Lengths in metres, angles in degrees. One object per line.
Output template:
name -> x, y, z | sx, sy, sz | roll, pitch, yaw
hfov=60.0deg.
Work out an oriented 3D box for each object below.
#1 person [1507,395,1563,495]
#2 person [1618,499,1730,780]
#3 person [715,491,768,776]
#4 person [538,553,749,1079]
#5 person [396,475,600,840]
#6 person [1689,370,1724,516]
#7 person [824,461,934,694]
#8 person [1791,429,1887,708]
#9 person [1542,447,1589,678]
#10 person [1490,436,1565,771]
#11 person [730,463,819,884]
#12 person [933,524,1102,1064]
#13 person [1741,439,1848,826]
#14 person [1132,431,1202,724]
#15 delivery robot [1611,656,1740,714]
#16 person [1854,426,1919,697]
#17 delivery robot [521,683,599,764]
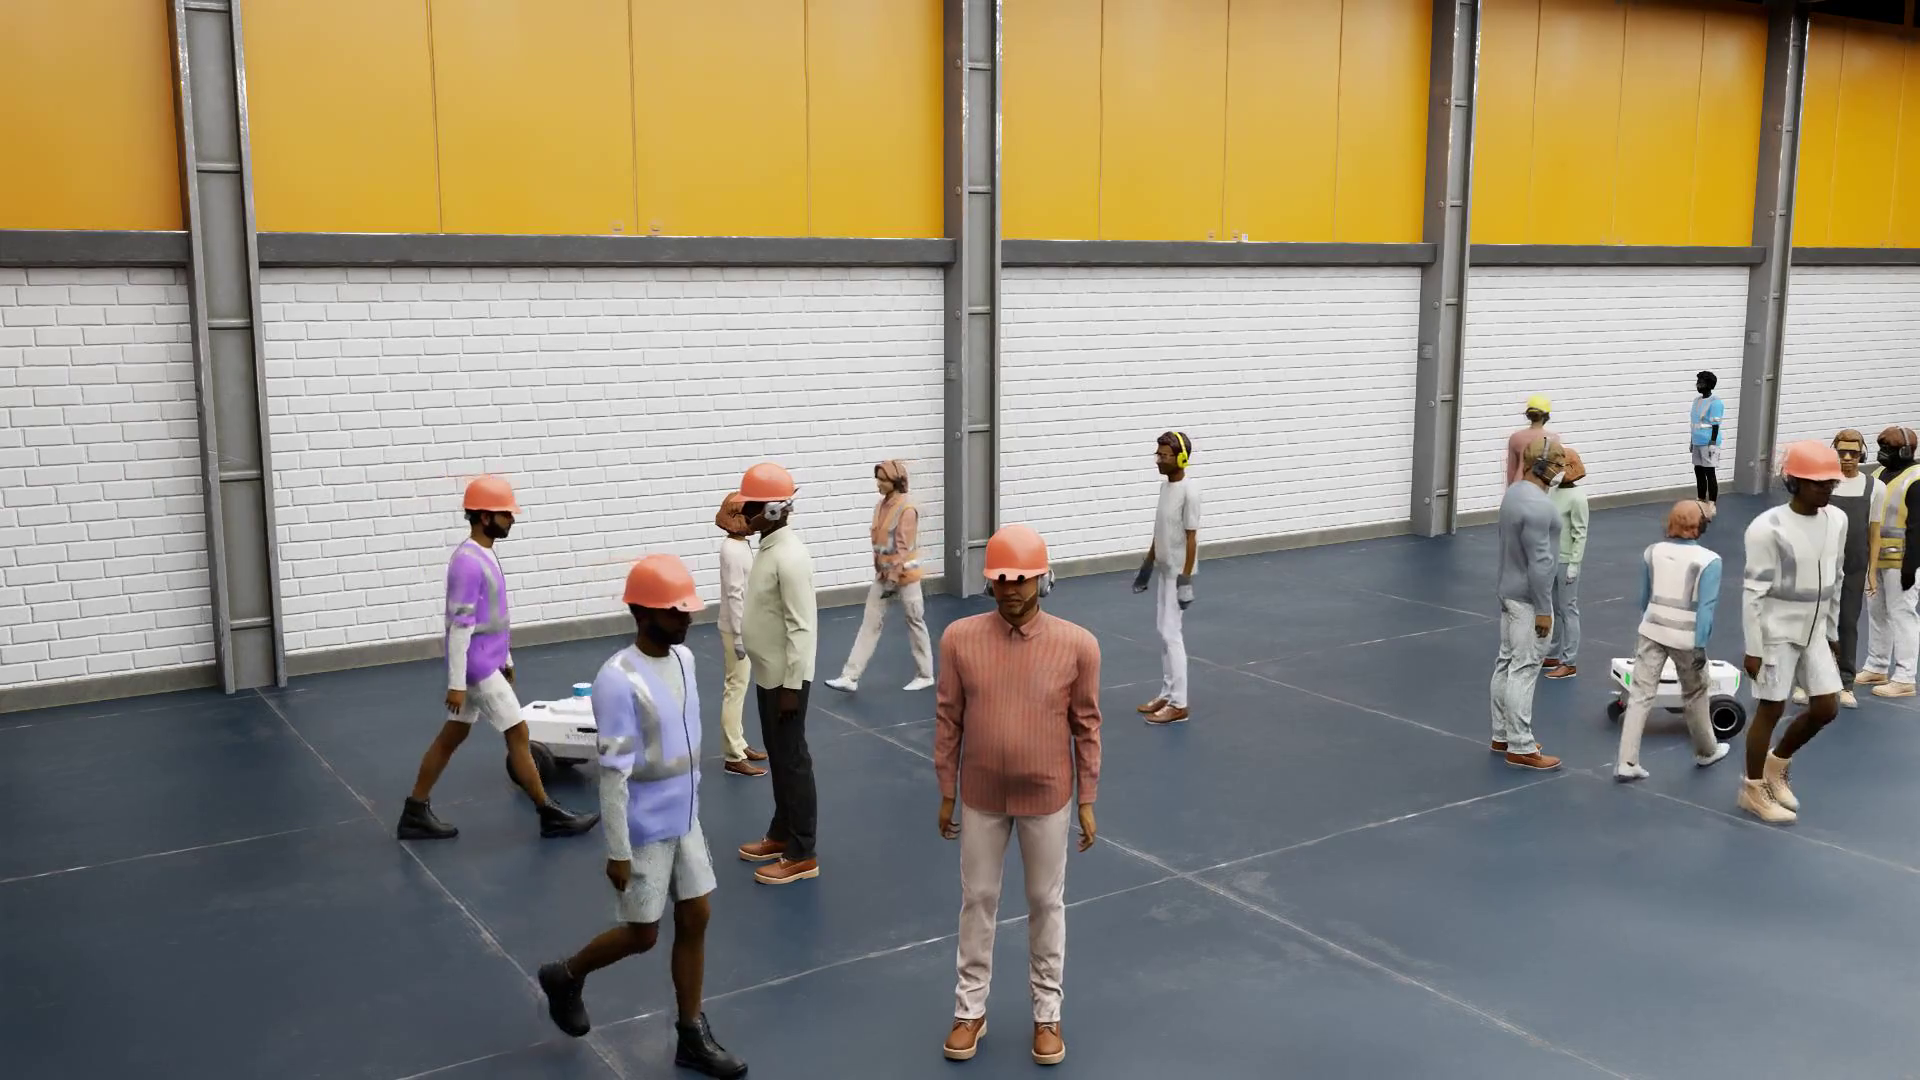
person -> 5.168, -0.425, 14.910 | 0.702, 1.741, 0.565 | -9, 13, -44
person -> 4.071, 0.565, 9.448 | 0.875, 1.580, 0.523 | -6, 11, -32
person -> -1.253, 0.526, 9.562 | 0.279, 1.633, 0.505 | -1, 9, -3
person -> -1.163, 0.979, 5.972 | 0.765, 1.919, 0.563 | 4, 10, 23
person -> -2.407, 0.604, 8.381 | 1.019, 1.877, 0.550 | -2, 10, -12
person -> 8.658, -1.124, 19.339 | 0.321, 1.690, 0.536 | -1, 9, -6
person -> -0.514, 0.273, 11.215 | 0.831, 1.594, 0.520 | -7, 12, -35
person -> 5.786, 0.186, 10.972 | 0.508, 1.846, 0.345 | 3, 10, 20
person -> 4.244, 0.158, 11.774 | 0.279, 1.634, 0.499 | -1, 10, -8
person -> 3.306, 0.359, 9.669 | 0.371, 1.934, 0.627 | 0, 9, 2
person -> -0.875, 0.624, 7.888 | 0.395, 1.992, 0.622 | -3, 10, -18
person -> 0.205, 0.925, 6.068 | 0.613, 1.995, 0.390 | 2, 10, 10
person -> 4.316, 0.487, 8.586 | 0.664, 2.033, 0.473 | -3, 10, -19
person -> 1.328, 0.234, 10.659 | 0.381, 1.860, 0.524 | -2, 10, -13
delivery robot -> 4.469, 0.876, 10.413 | 0.707, 0.478, 0.477 | 1, 10, 6
person -> 6.325, 0.141, 11.302 | 0.430, 1.835, 0.622 | 0, 9, -1
delivery robot -> -2.117, 1.050, 9.363 | 0.707, 0.478, 0.477 | 2, 10, 10
